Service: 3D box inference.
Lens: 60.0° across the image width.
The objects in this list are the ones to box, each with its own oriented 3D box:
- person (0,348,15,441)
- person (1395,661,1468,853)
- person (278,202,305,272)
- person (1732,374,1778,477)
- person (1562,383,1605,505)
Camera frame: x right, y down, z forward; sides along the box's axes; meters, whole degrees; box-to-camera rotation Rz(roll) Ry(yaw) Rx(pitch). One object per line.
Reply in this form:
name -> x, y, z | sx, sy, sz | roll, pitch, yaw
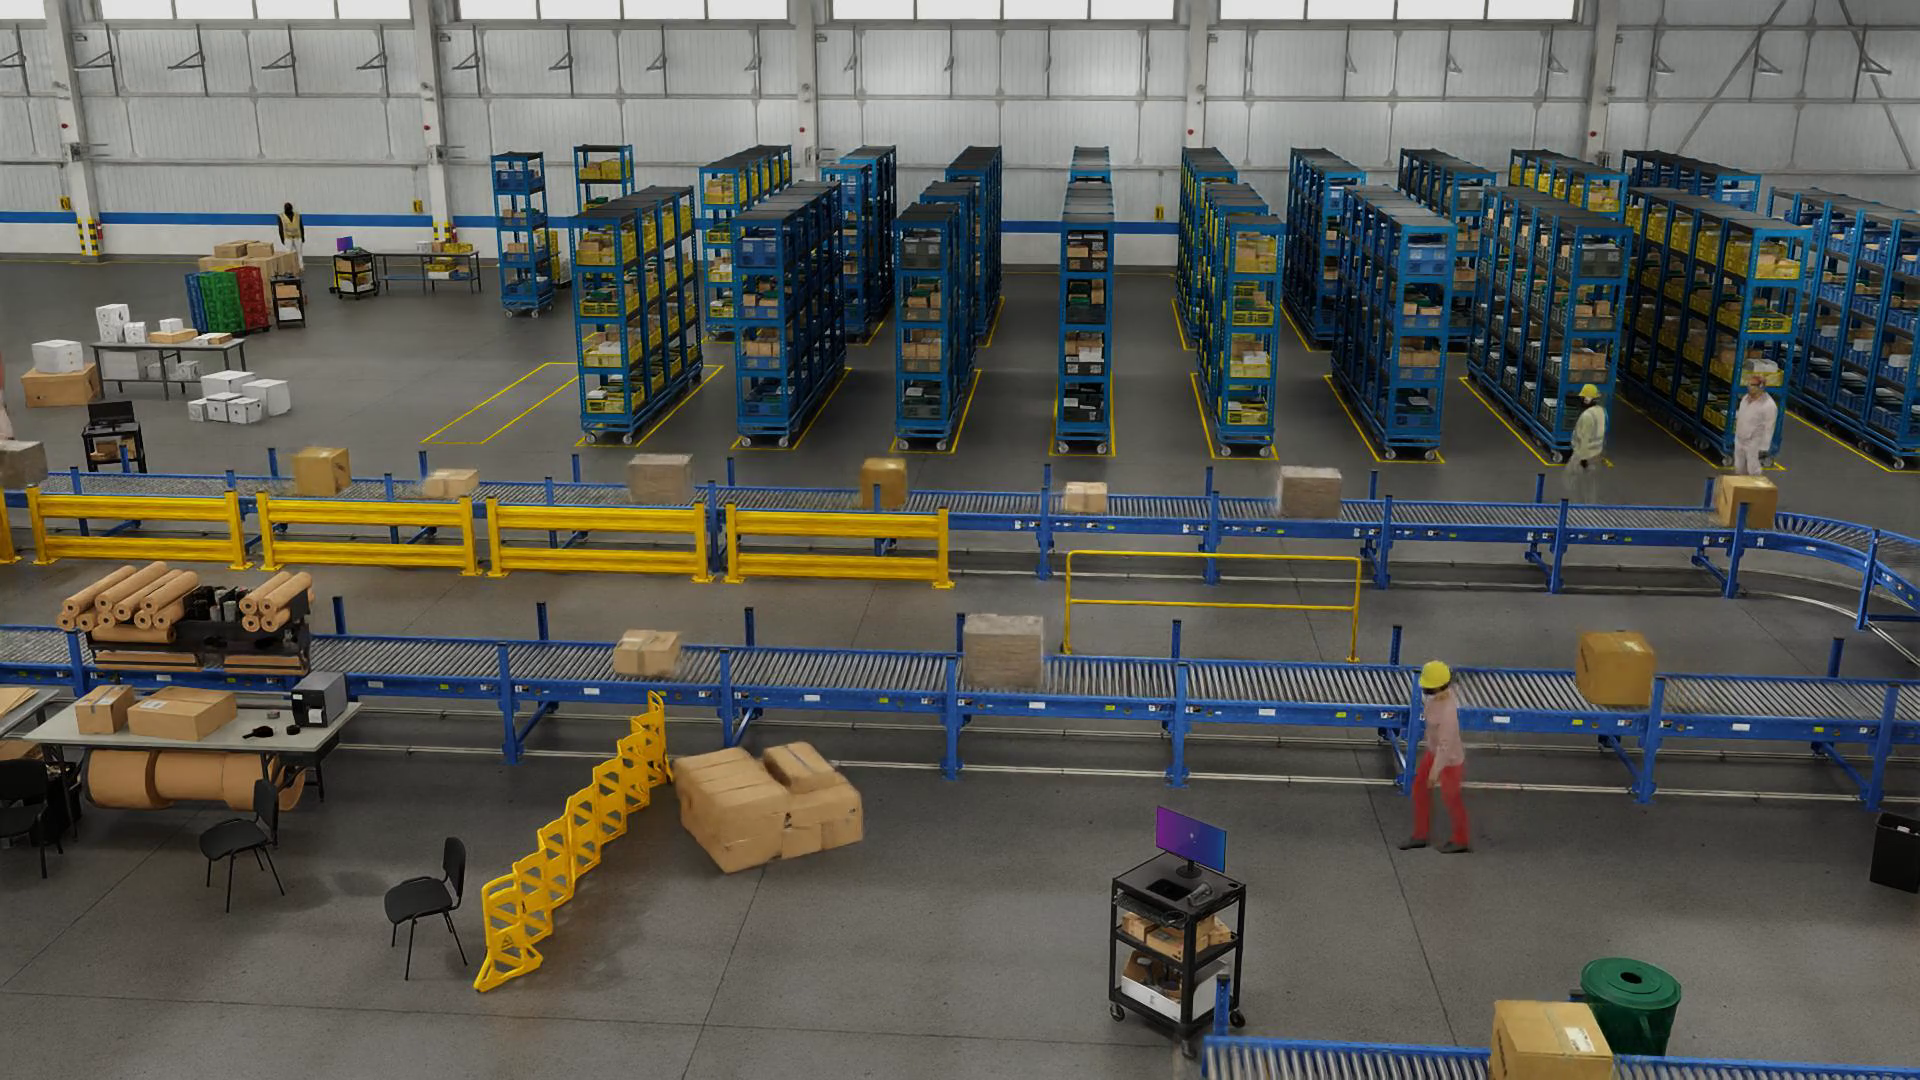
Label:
person -> -15.198, -2.432, 26.107 | 0.390, 1.941, 0.839 | -5, 18, -15
person -> 3.820, 1.738, 13.225 | 0.688, 1.706, 0.547 | -1, 18, -4
person -> -17.639, -7.996, 43.946 | 0.637, 1.835, 0.432 | -10, 20, -28
person -> 10.749, -1.328, 22.653 | 0.403, 1.906, 0.652 | -4, 18, -11
person -> 8.390, -1.229, 22.493 | 0.613, 1.807, 0.596 | 15, 23, 40
